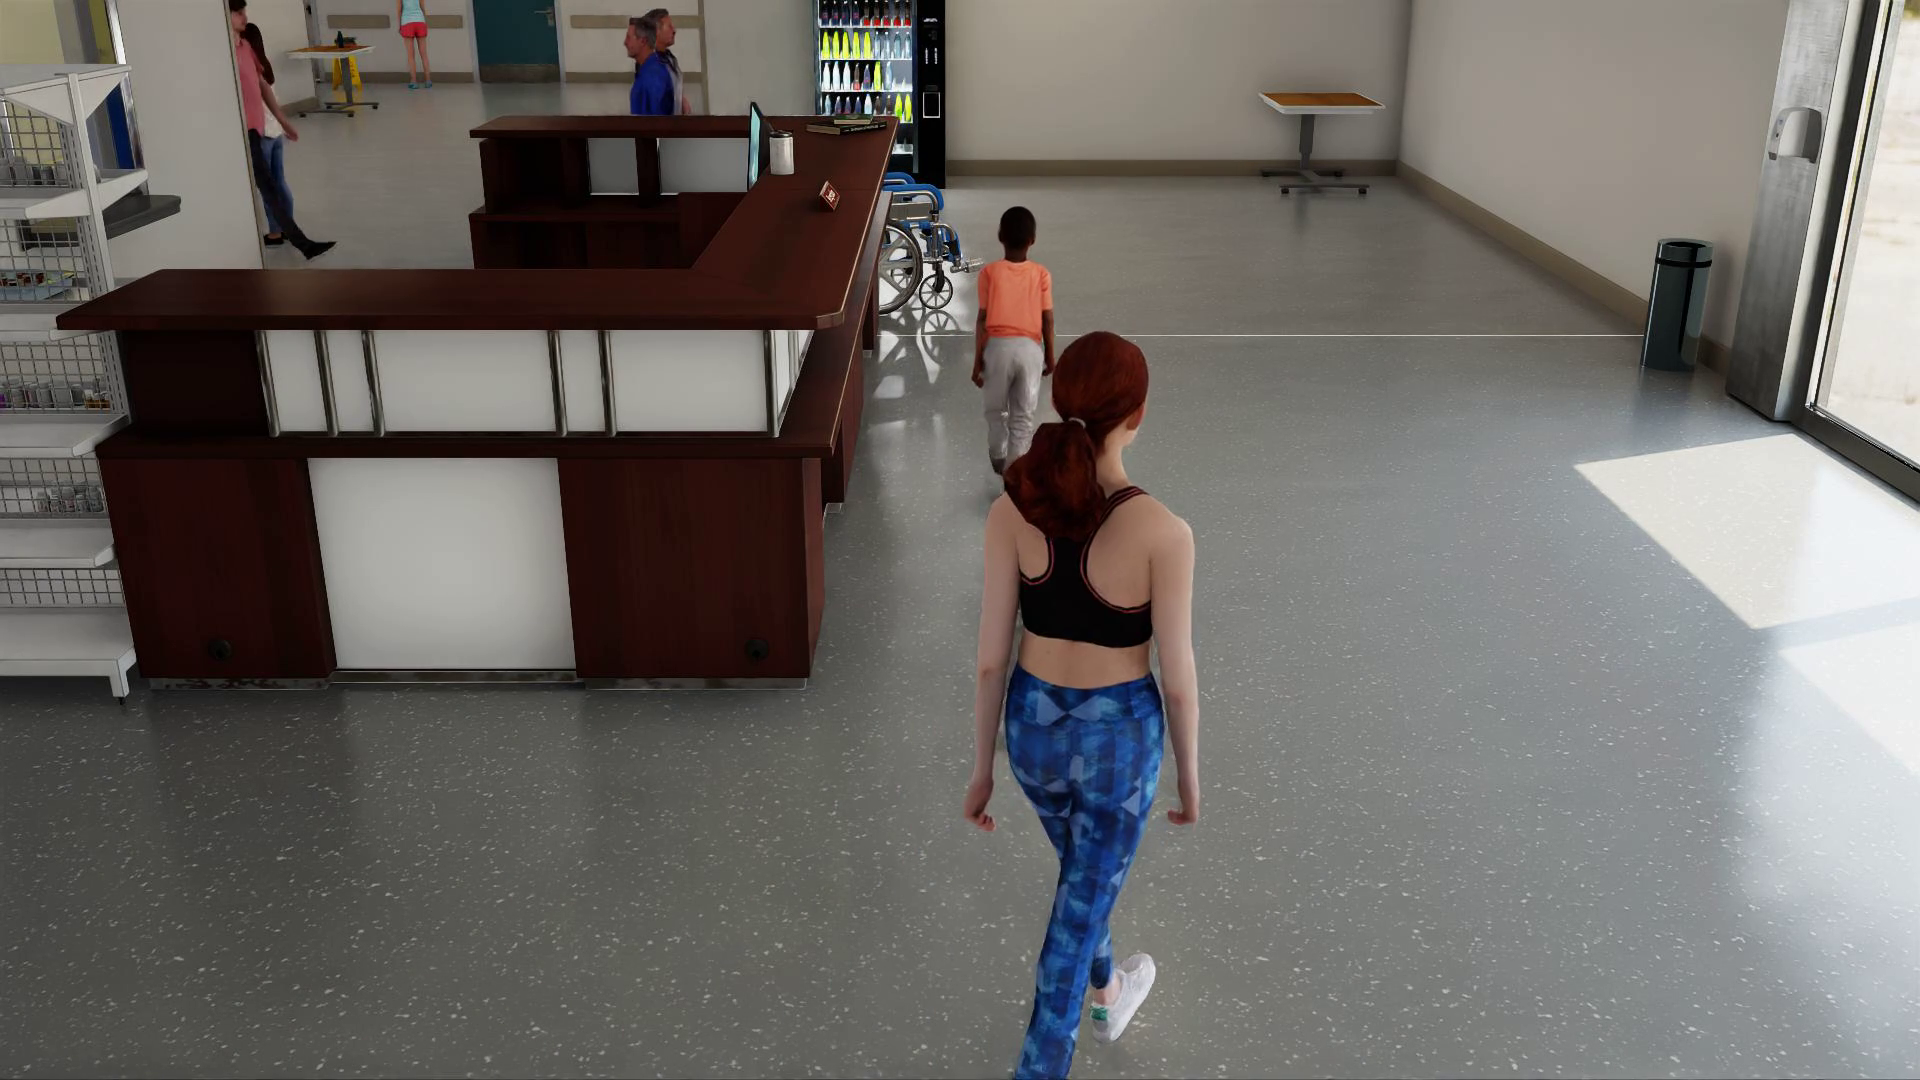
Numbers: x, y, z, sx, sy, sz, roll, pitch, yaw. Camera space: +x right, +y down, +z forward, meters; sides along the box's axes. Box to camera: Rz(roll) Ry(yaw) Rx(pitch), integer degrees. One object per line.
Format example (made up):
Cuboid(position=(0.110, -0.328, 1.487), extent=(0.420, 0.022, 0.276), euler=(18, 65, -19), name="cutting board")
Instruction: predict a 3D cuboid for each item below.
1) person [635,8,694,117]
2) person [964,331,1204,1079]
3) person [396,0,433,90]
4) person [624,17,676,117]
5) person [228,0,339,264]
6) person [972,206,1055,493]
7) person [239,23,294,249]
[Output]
Cuboid(position=(-2.321, -2.987, 12.388), extent=(1.161, 1.779, 0.748), euler=(1, 21, 2), name="person")
Cuboid(position=(0.205, 0.532, 3.171), extent=(1.232, 1.727, 1.029), euler=(10, 23, 25), name="person")
Cuboid(position=(-8.068, -7.582, 24.541), extent=(0.666, 1.765, 0.749), euler=(-11, 23, -27), name="person")
Cuboid(position=(-1.953, -2.595, 11.356), extent=(1.302, 1.777, 0.952), euler=(-6, 22, -15), name="person")
Cuboid(position=(-5.248, -2.888, 11.952), extent=(1.229, 1.904, 0.644), euler=(1, 21, 1), name="person")
Cuboid(position=(0.229, -0.778, 7.247), extent=(0.762, 1.290, 0.601), euler=(1, 21, 3), name="person")
Cuboid(position=(-5.412, -3.132, 12.894), extent=(0.600, 1.692, 0.656), euler=(4, 21, 10), name="person")
